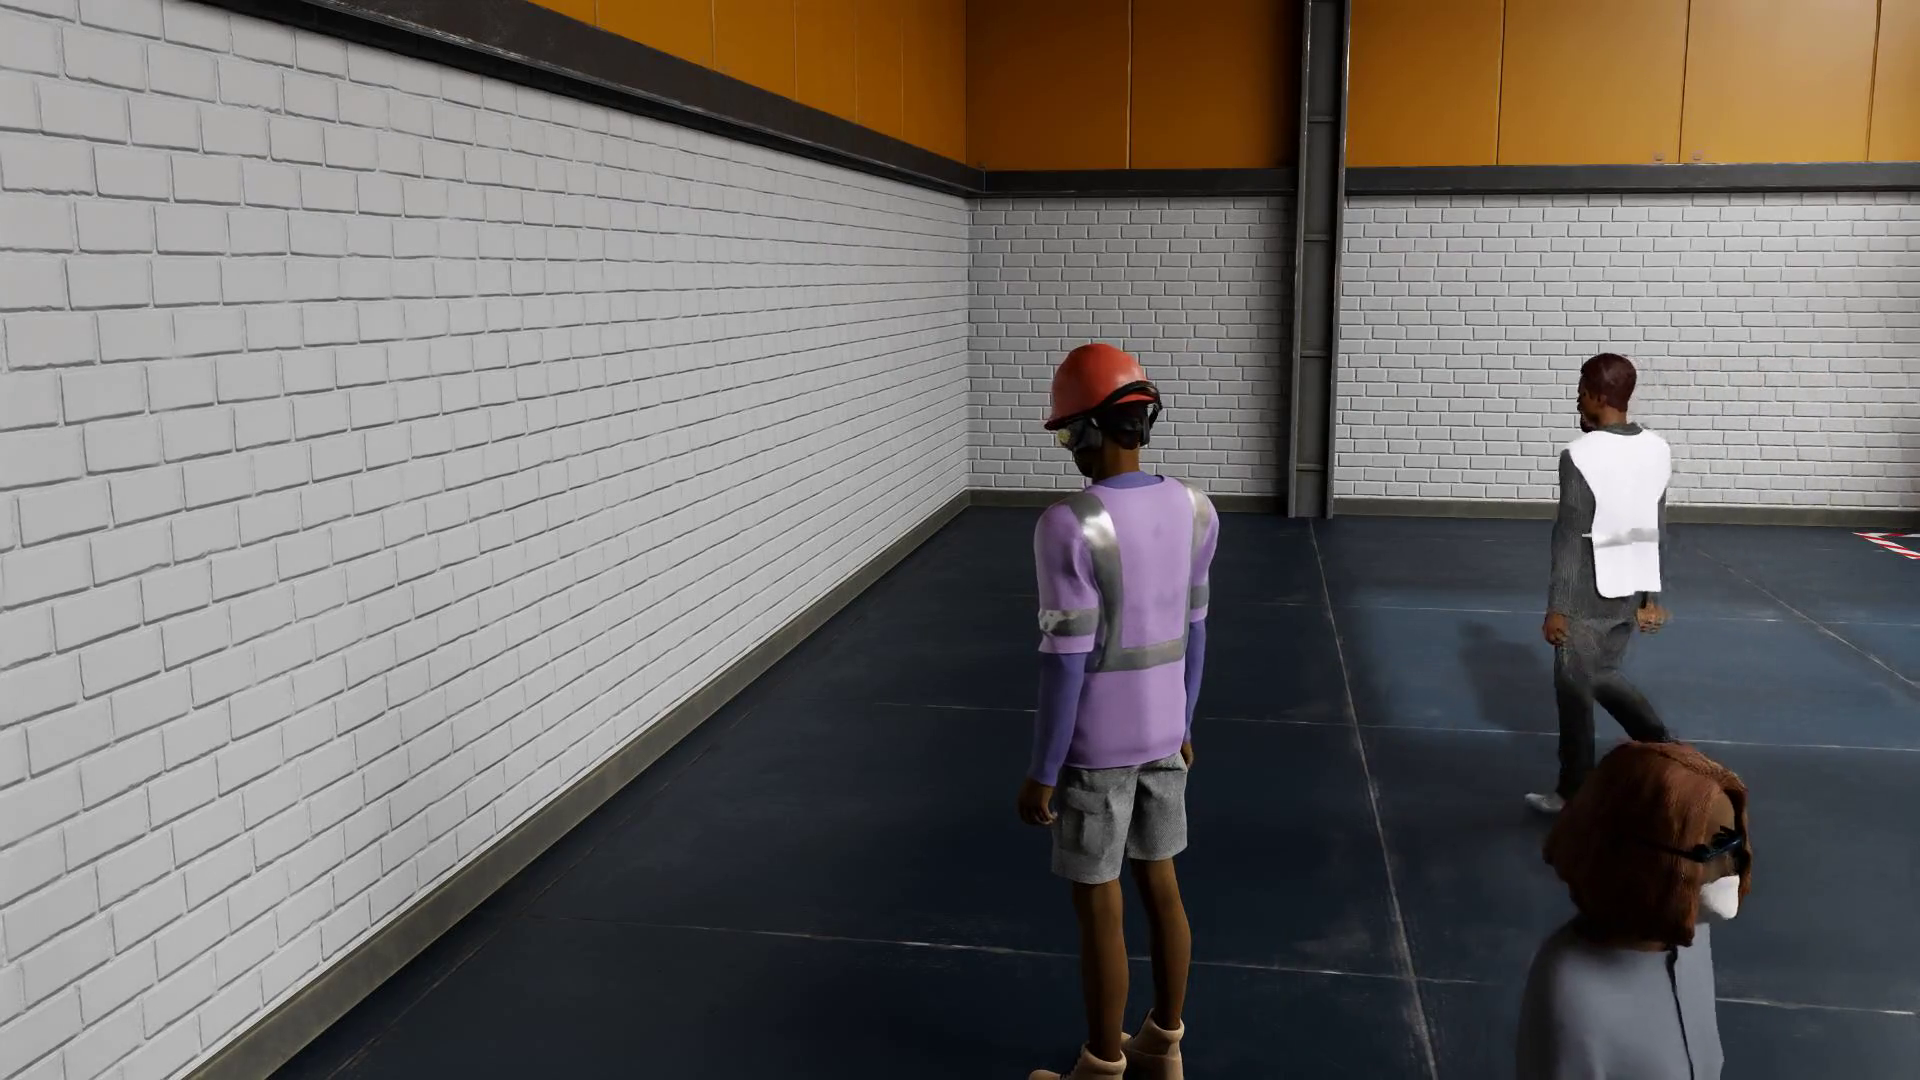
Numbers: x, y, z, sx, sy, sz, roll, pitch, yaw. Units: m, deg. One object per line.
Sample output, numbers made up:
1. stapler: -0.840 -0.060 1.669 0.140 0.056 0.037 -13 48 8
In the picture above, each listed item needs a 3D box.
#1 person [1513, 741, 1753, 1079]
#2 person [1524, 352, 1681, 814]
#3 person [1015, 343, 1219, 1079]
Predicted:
1. person: 0.923 1.052 2.360 0.520 1.583 0.875 -8 12 -42
2. person: 2.613 0.212 6.621 0.598 1.905 0.562 -6 11 -35
3. person: 0.385 0.511 4.337 0.605 2.034 0.394 -8 12 -41
